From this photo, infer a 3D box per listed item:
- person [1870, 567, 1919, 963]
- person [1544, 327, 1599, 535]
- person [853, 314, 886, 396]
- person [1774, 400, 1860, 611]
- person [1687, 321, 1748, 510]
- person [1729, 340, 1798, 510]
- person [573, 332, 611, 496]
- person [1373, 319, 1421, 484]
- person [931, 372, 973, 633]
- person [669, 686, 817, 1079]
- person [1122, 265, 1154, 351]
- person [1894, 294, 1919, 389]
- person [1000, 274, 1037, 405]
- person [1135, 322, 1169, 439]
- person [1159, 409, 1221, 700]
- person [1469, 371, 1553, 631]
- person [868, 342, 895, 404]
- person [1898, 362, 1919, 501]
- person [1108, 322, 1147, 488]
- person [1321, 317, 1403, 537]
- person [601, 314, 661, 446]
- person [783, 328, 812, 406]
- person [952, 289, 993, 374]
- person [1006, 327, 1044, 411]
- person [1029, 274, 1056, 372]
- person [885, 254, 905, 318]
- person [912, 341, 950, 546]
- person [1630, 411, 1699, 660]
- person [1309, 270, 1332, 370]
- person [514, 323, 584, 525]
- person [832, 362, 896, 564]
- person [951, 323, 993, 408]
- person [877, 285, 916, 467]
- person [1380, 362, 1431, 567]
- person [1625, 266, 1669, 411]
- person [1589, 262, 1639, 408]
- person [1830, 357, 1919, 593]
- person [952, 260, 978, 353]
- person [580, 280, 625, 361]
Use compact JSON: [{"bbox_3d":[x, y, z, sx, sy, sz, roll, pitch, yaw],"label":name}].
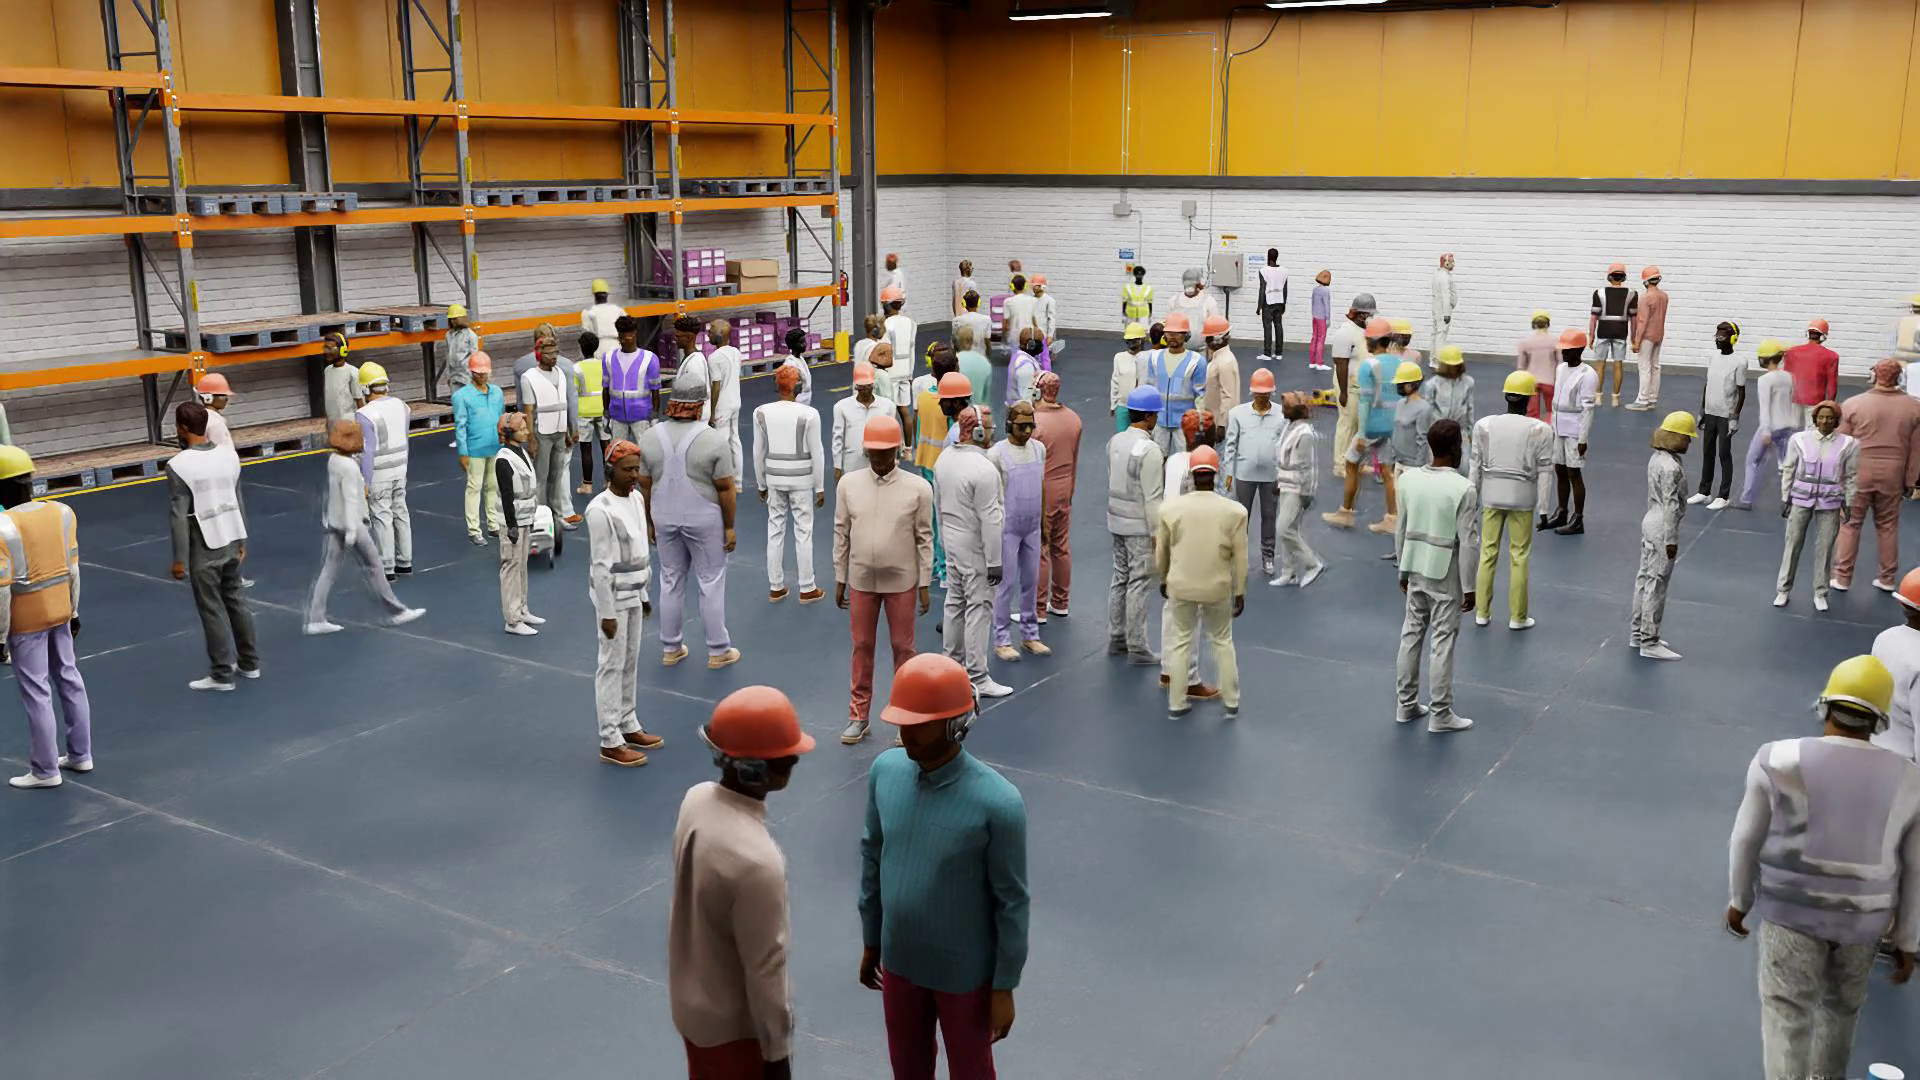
[{"bbox_3d":[4.150,0.957,7.274,0.320,1.755,0.569,2,13,8],"label":"person"},{"bbox_3d":[5.641,-1.010,15.446,0.389,1.930,0.550,-3,13,-13],"label":"person"},{"bbox_3d":[-0.950,-1.489,17.731,0.357,1.836,0.517,-9,16,-35],"label":"person"},{"bbox_3d":[6.620,-0.270,12.854,0.515,1.641,0.315,7,15,26],"label":"person"},{"bbox_3d":[7.552,-1.239,16.555,0.328,1.872,0.514,-5,14,-21],"label":"person"},{"bbox_3d":[8.028,-1.089,16.275,0.539,1.711,0.770,-7,15,-28],"label":"person"},{"bbox_3d":[-3.805,-1.303,17.213,0.535,1.697,0.318,-10,16,-36],"label":"person"},{"bbox_3d":[4.685,-1.483,17.836,0.526,1.772,0.304,-3,13,-13],"label":"person"},{"bbox_3d":[-0.017,-0.277,12.254,0.378,1.929,0.549,3,13,12],"label":"person"},{"bbox_3d":[-0.634,1.386,4.951,0.443,1.980,0.622,-6,14,-26],"label":"person"},{"bbox_3d":[2.999,-3.805,28.082,0.542,1.682,0.624,2,13,7],"label":"person"},{"bbox_3d":[12.017,-2.189,20.836,0.889,1.788,0.620,-4,14,-16],"label":"person"},{"bbox_3d":[0.834,-2.792,23.327,0.584,1.856,0.357,-3,13,-15],"label":"person"},{"bbox_3d":[1.952,-1.254,16.668,0.340,1.855,0.525,-11,17,-41],"label":"person"},{"bbox_3d":[1.491,0.090,10.758,0.338,1.882,0.583,-4,13,-15],"label":"person"},{"bbox_3d":[4.067,-0.291,12.318,0.591,1.926,0.386,8,15,32],"label":"person"},{"bbox_3d":[-0.780,-1.188,16.850,0.272,1.632,0.507,-4,14,-18],"label":"person"},{"bbox_3d":[9.785,-1.235,16.945,0.319,1.687,0.539,-6,14,-23],"label":"person"},{"bbox_3d":[1.822,-1.404,17.495,0.523,1.769,0.317,7,15,27],"label":"person"},{"bbox_3d":[3.775,-1.060,15.468,0.628,2.008,0.883,-9,16,-34],"label":"person"},{"bbox_3d":[-3.228,-1.225,16.299,0.603,1.959,0.374,2,13,7],"label":"person"},{"bbox_3d":[-1.724,-1.394,17.608,0.317,1.696,0.537,1,13,5],"label":"person"},{"bbox_3d":[0.152,-2.167,20.614,0.510,1.860,0.333,-1,13,-3],"label":"person"},{"bbox_3d":[0.671,-1.181,16.393,0.429,1.837,0.624,0,13,-2],"label":"person"},{"bbox_3d":[1.167,-3.092,24.847,0.560,1.752,0.326,13,18,43],"label":"person"},{"bbox_3d":[-1.117,-3.947,28.358,0.345,1.854,0.673,0,13,2],"label":"person"},{"bbox_3d":[-0.200,-0.840,14.820,0.518,1.874,0.327,-9,16,-35],"label":"person"},{"bbox_3d":[4.947,-0.040,11.652,0.307,1.735,0.487,2,13,8],"label":"person"},{"bbox_3d":[5.964,-3.631,27.445,0.279,1.633,0.497,-4,14,-16],"label":"person"},{"bbox_3d":[-3.879,-1.082,15.724,0.630,1.940,0.370,4,13,15],"label":"person"},{"bbox_3d":[-0.810,-0.660,14.298,0.572,1.748,0.342,-3,13,-13],"label":"person"},{"bbox_3d":[0.084,-1.088,15.792,0.641,1.921,0.594,-11,17,-39],"label":"person"},{"bbox_3d":[-0.765,-1.856,18.852,0.382,2.041,0.616,10,16,37],"label":"person"},{"bbox_3d":[3.824,-0.647,14.238,0.345,1.758,0.532,-3,13,-12],"label":"person"},{"bbox_3d":[9.517,-2.789,23.018,0.610,1.989,0.392,-10,16,-36],"label":"person"},{"bbox_3d":[9.156,-2.875,23.327,0.621,2.022,0.465,4,14,17],"label":"person"},{"bbox_3d":[7.335,-0.517,13.368,0.654,1.899,0.400,3,13,12],"label":"person"},{"bbox_3d":[0.096,-3.558,26.667,0.508,1.846,0.345,11,17,40],"label":"person"},{"bbox_3d":[-4.698,-2.490,21.964,0.605,1.879,0.955,-8,15,-31],"label":"person"}]
